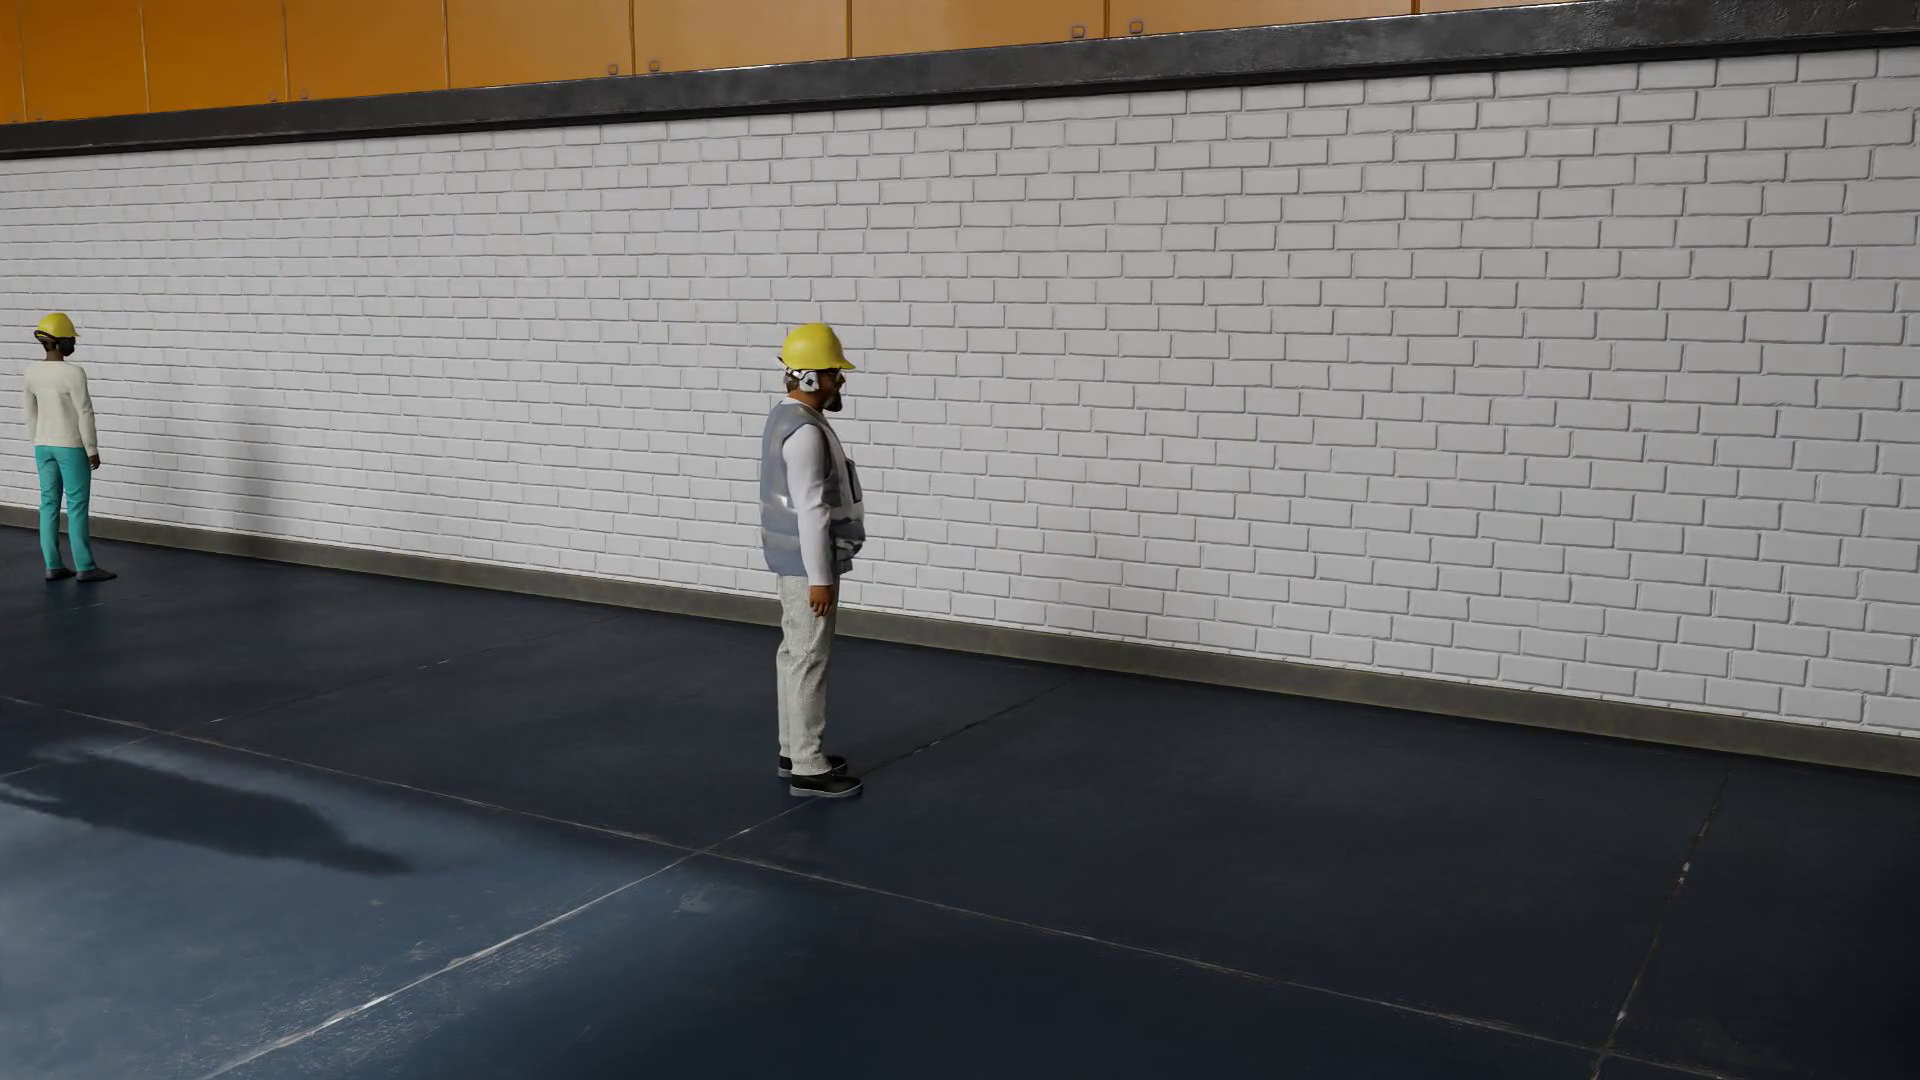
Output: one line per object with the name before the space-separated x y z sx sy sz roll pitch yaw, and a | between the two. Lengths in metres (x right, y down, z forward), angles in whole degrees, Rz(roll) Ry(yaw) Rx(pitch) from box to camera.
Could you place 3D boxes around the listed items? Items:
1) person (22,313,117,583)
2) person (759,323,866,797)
person | -5.870 -0.599 10.914 0.523 1.769 0.320 3 10 19
person | -0.571 0.076 6.492 0.404 1.830 0.603 -2 9 -13
